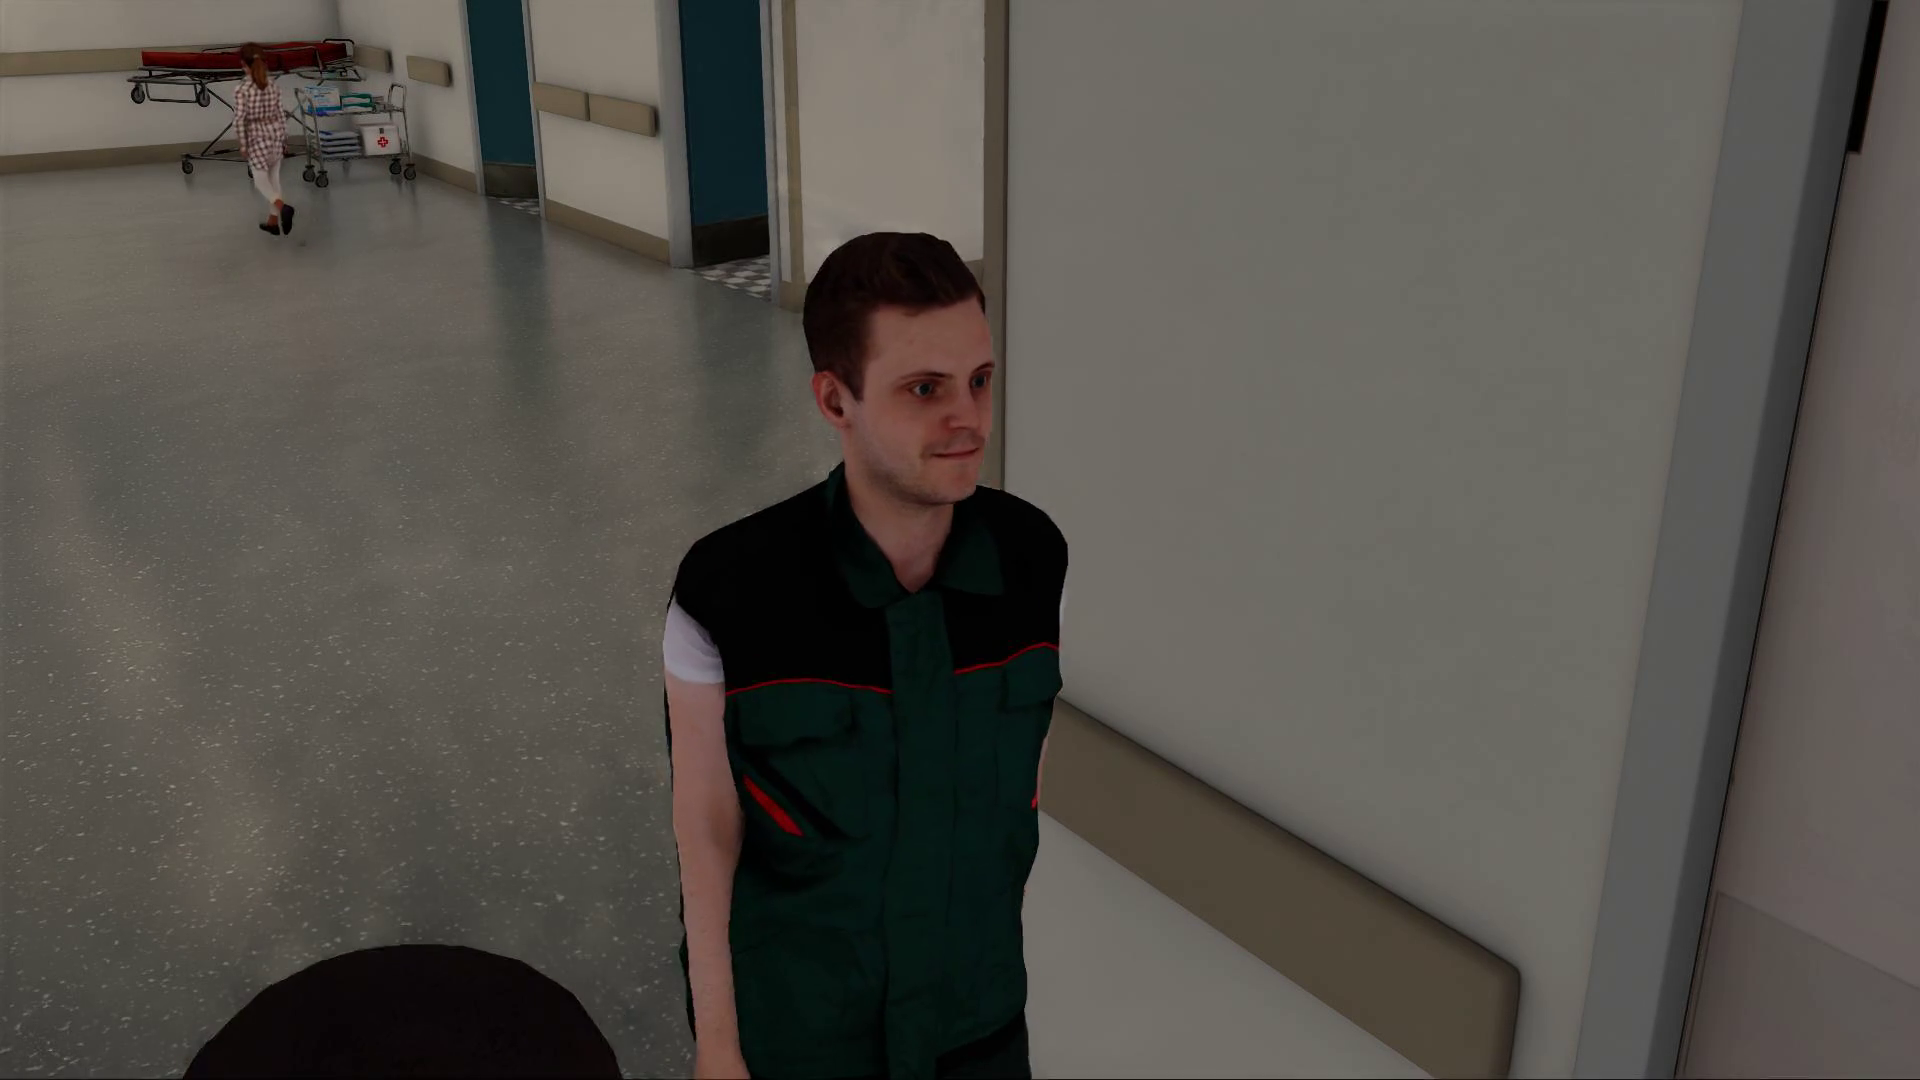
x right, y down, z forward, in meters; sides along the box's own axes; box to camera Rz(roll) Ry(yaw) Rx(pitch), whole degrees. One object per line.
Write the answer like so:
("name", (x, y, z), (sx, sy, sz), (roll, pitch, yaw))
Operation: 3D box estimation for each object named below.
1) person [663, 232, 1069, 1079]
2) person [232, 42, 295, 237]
("person", (-0.146, 0.540, 2.023), (0.831, 1.808, 1.200), (-7, 22, -19))
("person", (-4.703, -2.701, 11.300), (0.864, 1.297, 0.638), (18, 27, 40))
